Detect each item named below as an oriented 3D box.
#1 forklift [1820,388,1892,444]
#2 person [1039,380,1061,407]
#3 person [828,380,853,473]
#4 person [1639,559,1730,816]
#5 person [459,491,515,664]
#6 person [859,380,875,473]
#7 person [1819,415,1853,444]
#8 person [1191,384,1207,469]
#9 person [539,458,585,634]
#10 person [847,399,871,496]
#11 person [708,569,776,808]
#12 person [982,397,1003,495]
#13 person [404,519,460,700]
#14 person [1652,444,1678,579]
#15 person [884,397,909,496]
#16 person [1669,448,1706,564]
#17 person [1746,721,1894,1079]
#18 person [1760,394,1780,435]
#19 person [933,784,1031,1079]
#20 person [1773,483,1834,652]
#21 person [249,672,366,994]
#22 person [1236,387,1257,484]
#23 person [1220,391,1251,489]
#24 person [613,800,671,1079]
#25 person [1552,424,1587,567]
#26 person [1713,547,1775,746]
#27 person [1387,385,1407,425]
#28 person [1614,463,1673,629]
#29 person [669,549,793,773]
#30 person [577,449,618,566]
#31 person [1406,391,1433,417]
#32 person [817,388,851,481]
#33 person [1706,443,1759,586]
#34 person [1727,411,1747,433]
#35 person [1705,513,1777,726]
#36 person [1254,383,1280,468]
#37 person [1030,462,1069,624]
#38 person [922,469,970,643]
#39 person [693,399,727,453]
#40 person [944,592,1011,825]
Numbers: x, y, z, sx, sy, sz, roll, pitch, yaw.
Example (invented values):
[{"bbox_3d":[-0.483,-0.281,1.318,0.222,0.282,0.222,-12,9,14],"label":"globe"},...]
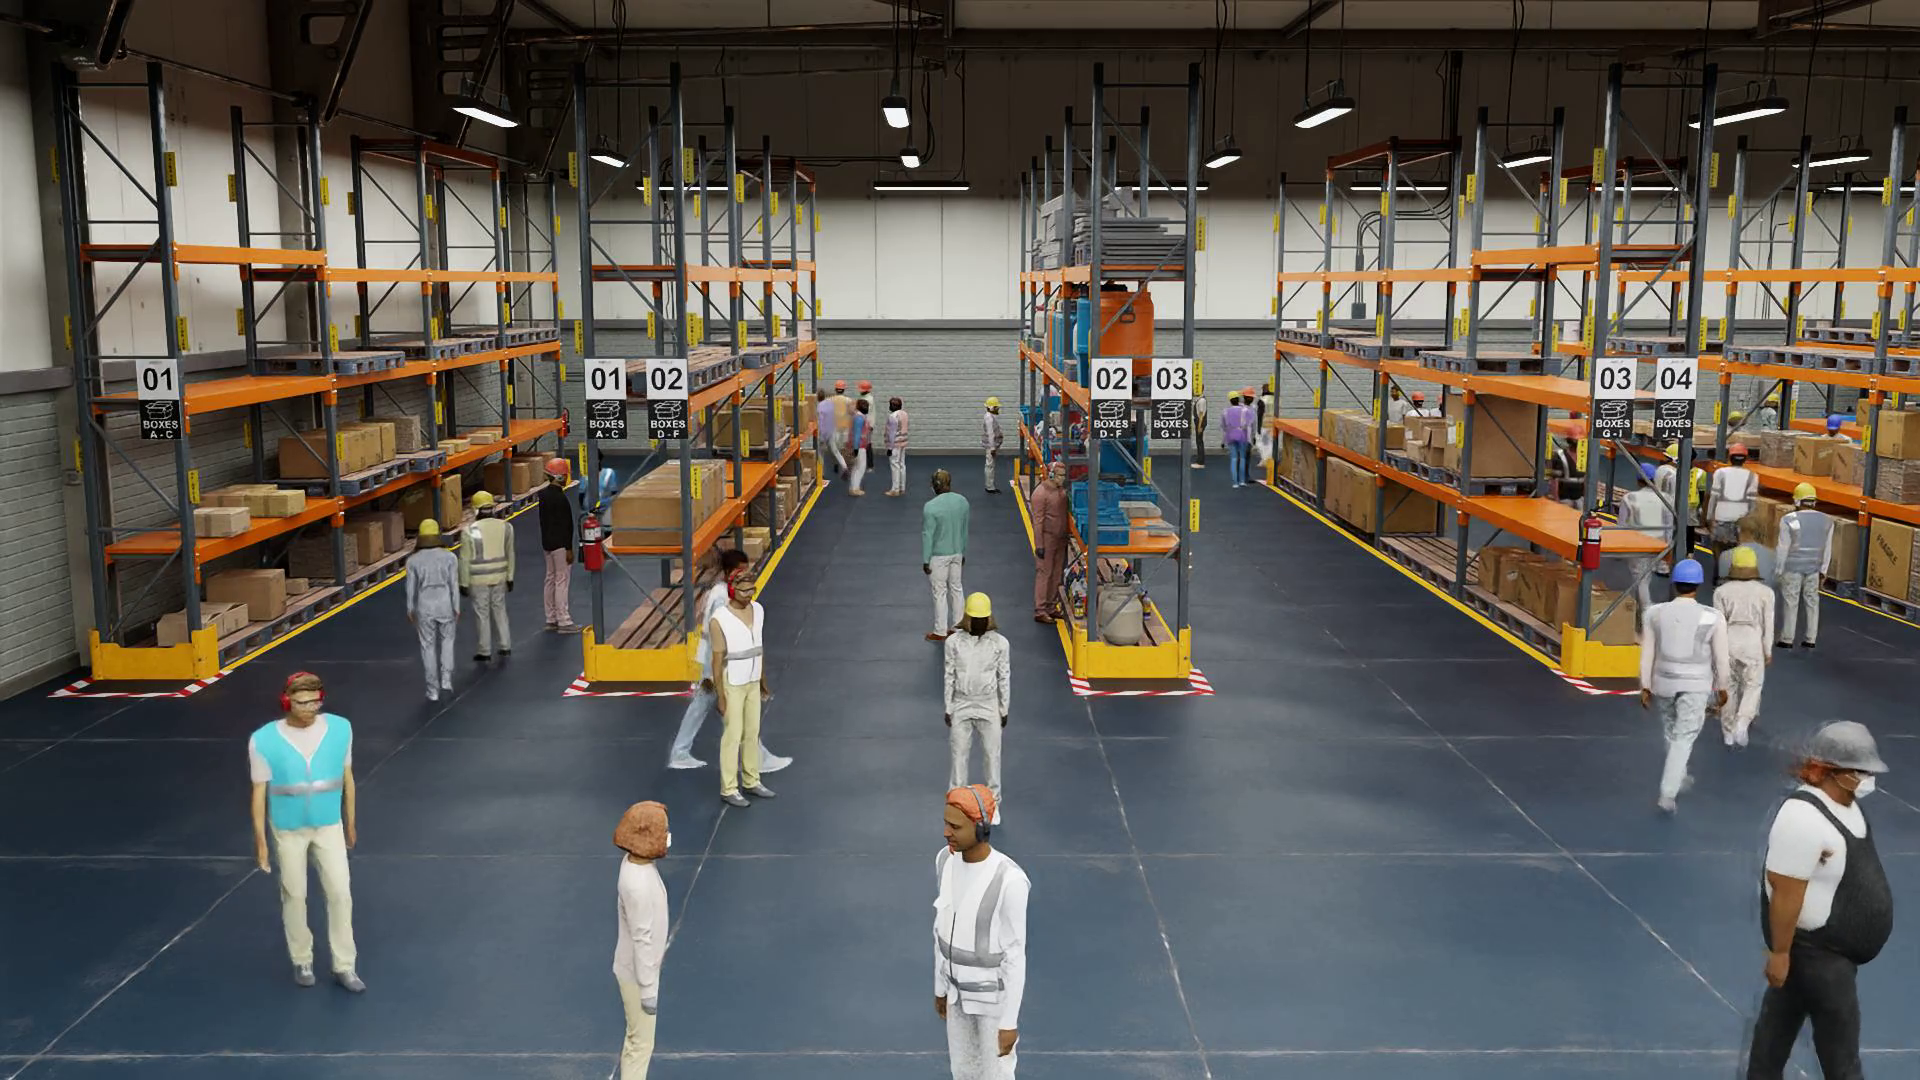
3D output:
[{"bbox_3d":[20.072,-3.110,36.462,1.873,2.768,1.129,0,9,0],"label":"forklift"},{"bbox_3d":[2.071,-2.721,36.646,0.680,2.000,0.537,0,9,3],"label":"person"},{"bbox_3d":[-2.490,-2.360,34.652,0.546,1.939,0.375,-1,9,-4],"label":"person"},{"bbox_3d":[5.454,1.092,12.594,0.601,1.906,1.025,9,12,44],"label":"person"},{"bbox_3d":[-4.931,0.393,17.341,0.598,1.821,0.413,-9,12,-44],"label":"person"},{"bbox_3d":[-1.975,-2.371,34.711,0.362,1.959,0.779,-2,9,-11],"label":"person"},{"bbox_3d":[13.607,-1.002,26.002,0.563,1.908,0.620,-6,11,-33],"label":"person"},{"bbox_3d":[5.105,-2.438,35.495,0.338,1.838,0.508,1,9,7],"label":"person"},{"bbox_3d":[-4.555,0.064,18.881,0.375,1.995,0.611,-7,11,-39],"label":"person"},{"bbox_3d":[-1.883,-1.725,31.015,0.444,1.803,0.664,-1,9,-8],"label":"person"},{"bbox_3d":[-1.687,1.114,12.662,0.406,1.831,0.574,5,10,30],"label":"person"},{"bbox_3d":[0.609,-1.766,31.174,0.404,1.833,0.590,-1,9,-3],"label":"person"},{"bbox_3d":[-5.057,0.653,15.946,0.497,1.722,0.519,-3,9,-21],"label":"person"},{"bbox_3d":[9.525,-0.383,22.325,0.404,1.824,0.586,0,9,1],"label":"person"},{"bbox_3d":[-1.200,-1.738,30.963,0.429,1.842,0.633,4,10,22],"label":"person"},{"bbox_3d":[10.124,-0.465,23.252,0.531,1.692,0.320,5,10,30],"label":"person"},{"bbox_3d":[4.061,1.800,7.566,0.929,2.000,0.710,7,11,39],"label":"person"},{"bbox_3d":[16.338,-2.089,33.579,0.317,1.733,0.491,0,9,-2],"label":"person"},{"bbox_3d":[0.075,1.954,7.108,0.357,1.879,0.574,-7,11,-37],"label":"person"},{"bbox_3d":[9.057,0.295,17.921,0.601,1.827,0.404,-1,9,-3],"label":"person"},{"bbox_3d":[-3.616,1.645,9.255,0.582,1.822,0.706,-6,11,-33],"label":"person"},{"bbox_3d":[5.648,-2.053,32.729,0.545,1.929,0.392,-7,11,-39],"label":"person"},{"bbox_3d":[5.312,-1.932,32.106,0.615,1.868,0.702,2,9,15],"label":"person"},{"bbox_3d":[-1.454,1.992,7.669,0.280,1.625,0.493,-1,9,-8],"label":"person"},{"bbox_3d":[8.502,-0.603,23.064,0.646,2.022,0.566,-2,9,-10],"label":"person"},{"bbox_3d":[6.643,0.928,14.151,0.505,1.726,0.550,5,10,31],"label":"person"},{"bbox_3d":[9.003,-2.270,34.343,0.326,1.861,0.514,-6,11,-35],"label":"person"},{"bbox_3d":[7.923,0.059,19.245,0.623,1.903,0.998,0,9,0],"label":"person"},{"bbox_3d":[-1.890,0.978,13.446,0.996,1.862,0.660,-1,9,-4],"label":"person"},{"bbox_3d":[-5.021,-0.436,23.069,0.556,1.680,0.371,0,9,-1],"label":"person"},{"bbox_3d":[8.585,-1.826,31.266,0.545,1.931,0.380,-3,9,-17],"label":"person"},{"bbox_3d":[-2.635,-2.104,33.193,0.985,1.883,0.652,5,10,31],"label":"person"},{"bbox_3d":[9.982,-0.301,21.524,0.592,1.898,0.508,3,9,21],"label":"person"},{"bbox_3d":[13.699,-1.403,29.272,0.335,1.696,0.638,0,9,1],"label":"person"},{"bbox_3d":[6.974,0.703,15.036,0.675,1.906,0.658,-3,9,-21],"label":"person"},{"bbox_3d":[6.532,-2.439,35.521,0.636,1.828,0.465,-6,11,-36],"label":"person"},{"bbox_3d":[1.086,0.024,19.474,0.401,1.893,0.654,6,11,34],"label":"person"},{"bbox_3d":[-0.167,0.178,18.369,0.635,1.929,0.378,-8,12,-41],"label":"person"},{"bbox_3d":[-4.700,-1.863,31.397,0.648,1.949,0.878,-1,9,-5],"label":"person"},{"bbox_3d":[0.125,1.235,12.190,0.487,1.738,0.320,1,9,4],"label":"person"}]
